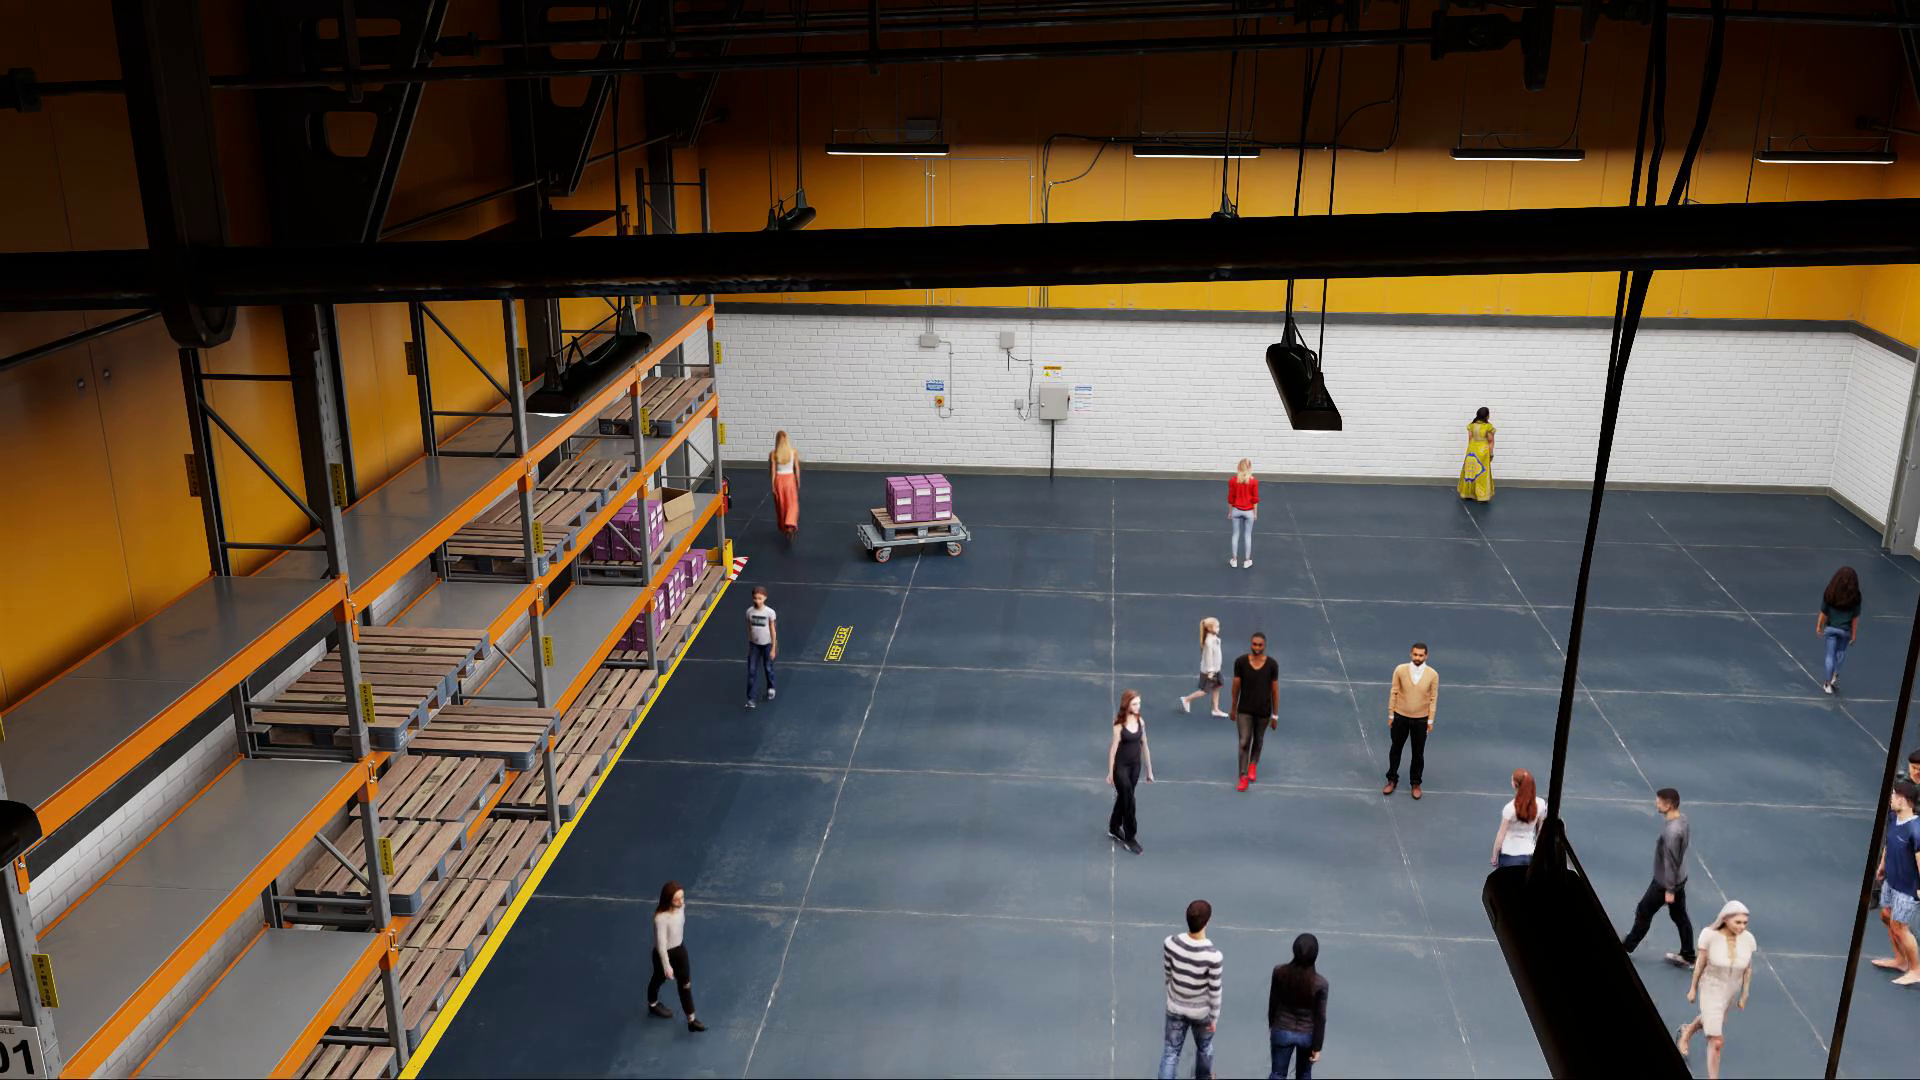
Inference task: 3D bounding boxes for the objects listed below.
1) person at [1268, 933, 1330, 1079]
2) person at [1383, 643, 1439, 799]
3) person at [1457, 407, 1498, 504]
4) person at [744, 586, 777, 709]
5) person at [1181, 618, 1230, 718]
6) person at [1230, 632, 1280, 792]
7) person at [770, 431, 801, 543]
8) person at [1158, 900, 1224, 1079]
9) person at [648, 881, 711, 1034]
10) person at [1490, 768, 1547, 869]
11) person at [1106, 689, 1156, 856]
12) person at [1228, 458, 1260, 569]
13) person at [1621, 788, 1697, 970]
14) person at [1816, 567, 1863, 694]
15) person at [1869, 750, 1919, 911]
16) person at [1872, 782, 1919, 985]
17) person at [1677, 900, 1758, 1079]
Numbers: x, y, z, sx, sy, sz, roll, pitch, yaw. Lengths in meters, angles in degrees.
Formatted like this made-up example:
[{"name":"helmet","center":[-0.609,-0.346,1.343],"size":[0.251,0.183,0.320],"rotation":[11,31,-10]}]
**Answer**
[{"name":"person","center":[2.510,3.810,12.585],"size":[0.837,1.726,1.110],"rotation":[8,20,22]},{"name":"person","center":[4.912,1.936,18.105],"size":[0.707,1.753,0.672],"rotation":[6,19,17]},{"name":"person","center":[8.859,-1.468,28.359],"size":[1.046,1.660,0.996],"rotation":[-16,25,-40]},{"name":"person","center":[-2.414,1.269,20.452],"size":[0.565,1.521,1.034],"rotation":[3,19,9]},{"name":"person","center":[2.963,1.541,20.050],"size":[0.723,1.261,0.805],"rotation":[7,20,21]},{"name":"person","center":[3.258,1.838,18.363],"size":[0.734,1.774,1.075],"rotation":[3,19,9]},{"name":"person","center":[-2.744,-0.828,26.268],"size":[0.749,1.782,1.116],"rotation":[-2,19,-7]},{"name":"person","center":[1.744,3.655,12.892],"size":[0.897,1.823,1.147],"rotation":[8,20,23]},{"name":"person","center":[-2.504,3.474,14.049],"size":[0.890,1.427,0.959],"rotation":[9,21,25]},{"name":"person","center":[5.141,2.928,15.197],"size":[0.674,1.730,0.675],"rotation":[-4,19,-12]},{"name":"person","center":[1.636,2.307,17.048],"size":[0.871,1.726,0.942],"rotation":[-13,23,-35]},{"name":"person","center":[4.276,-0.413,25.158],"size":[0.645,1.704,0.548],"rotation":[4,19,13]},{"name":"person","center":[6.397,3.058,14.818],"size":[1.072,1.725,1.102],"rotation":[13,23,34]},{"name":"person","center":[10.932,1.143,20.707],"size":[0.768,1.596,0.930],"rotation":[8,20,23]},{"name":"person","center":[9.108,2.720,15.977],"size":[1.010,1.689,1.119],"rotation":[14,23,36]},{"name":"person","center":[8.416,3.048,14.720],"size":[0.801,1.807,0.570],"rotation":[-2,19,-7]},{"name":"person","center":[6.001,3.603,13.253],"size":[0.653,1.691,1.183],"rotation":[0,19,0]}]
